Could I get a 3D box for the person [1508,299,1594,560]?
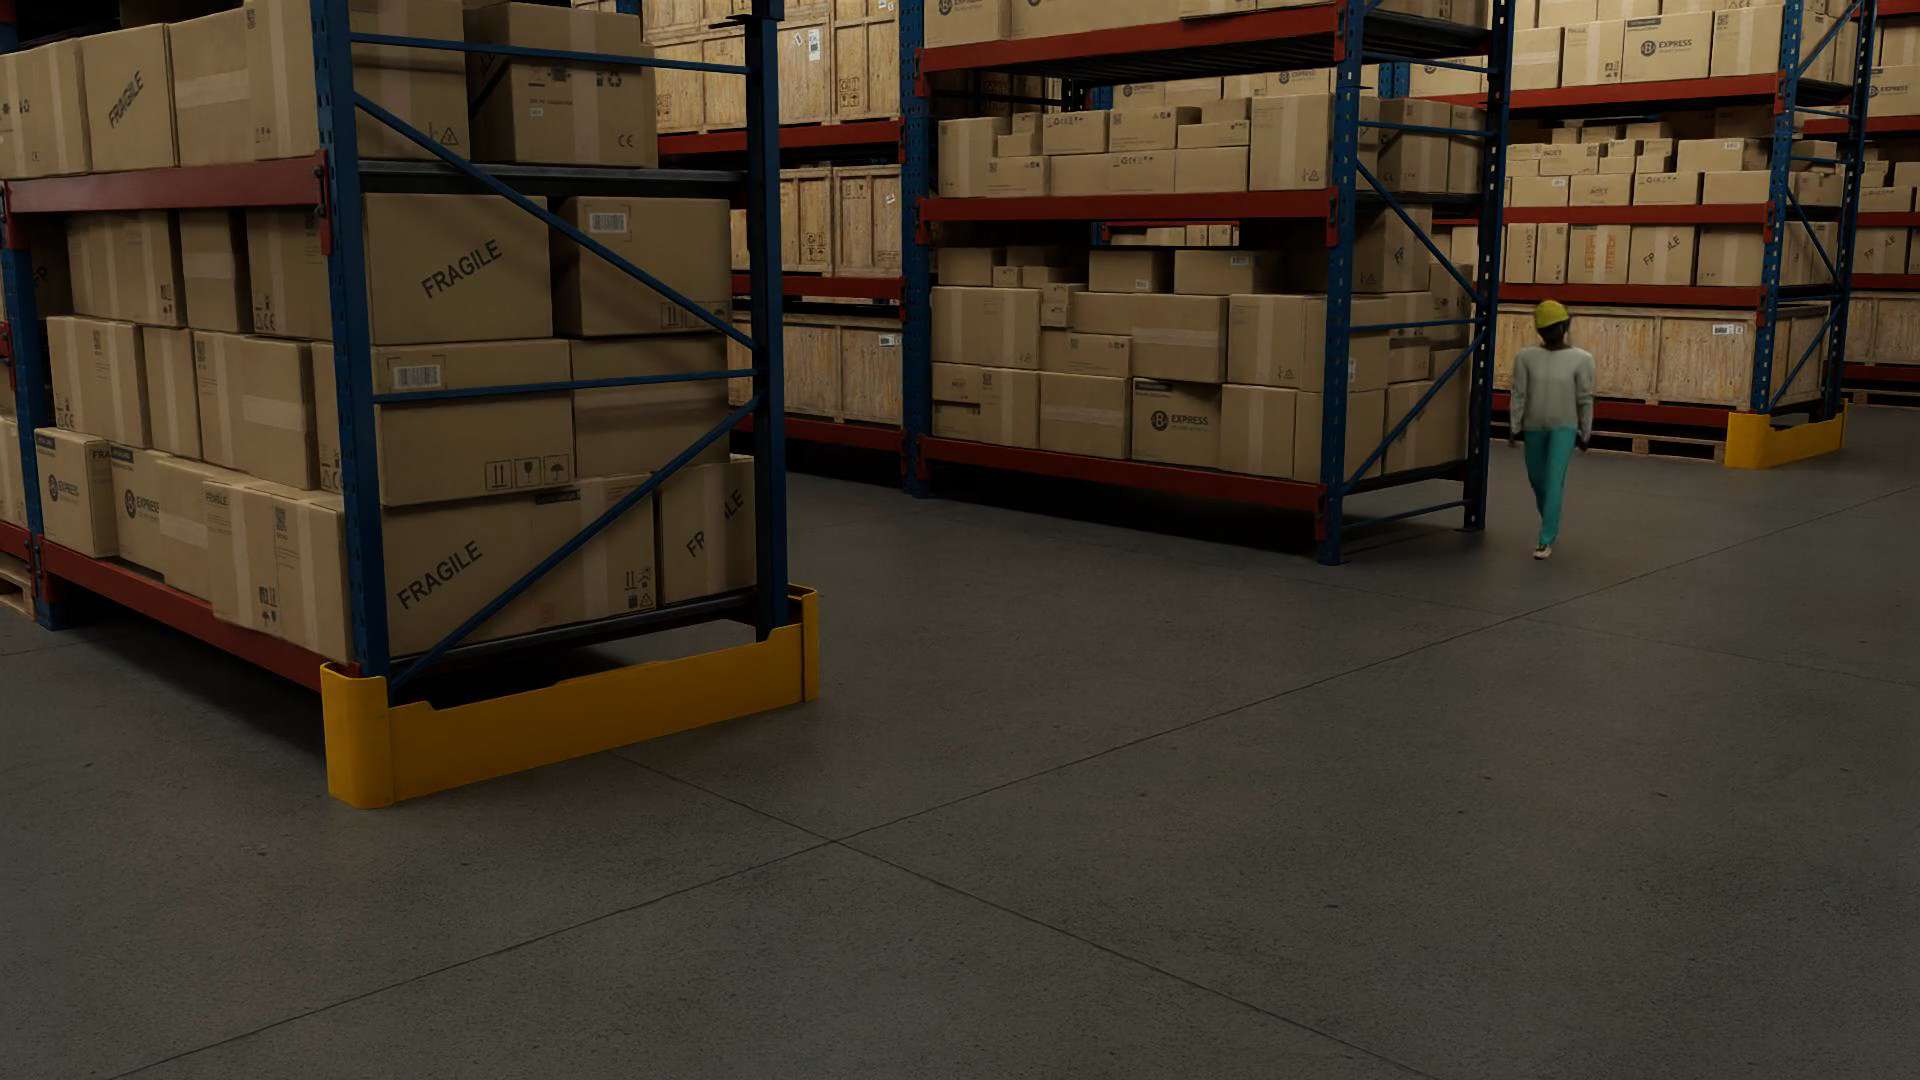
[{"bbox_3d":[4.014,-0.779,11.264,0.513,1.720,0.881,6,12,31],"label":"person"}]
